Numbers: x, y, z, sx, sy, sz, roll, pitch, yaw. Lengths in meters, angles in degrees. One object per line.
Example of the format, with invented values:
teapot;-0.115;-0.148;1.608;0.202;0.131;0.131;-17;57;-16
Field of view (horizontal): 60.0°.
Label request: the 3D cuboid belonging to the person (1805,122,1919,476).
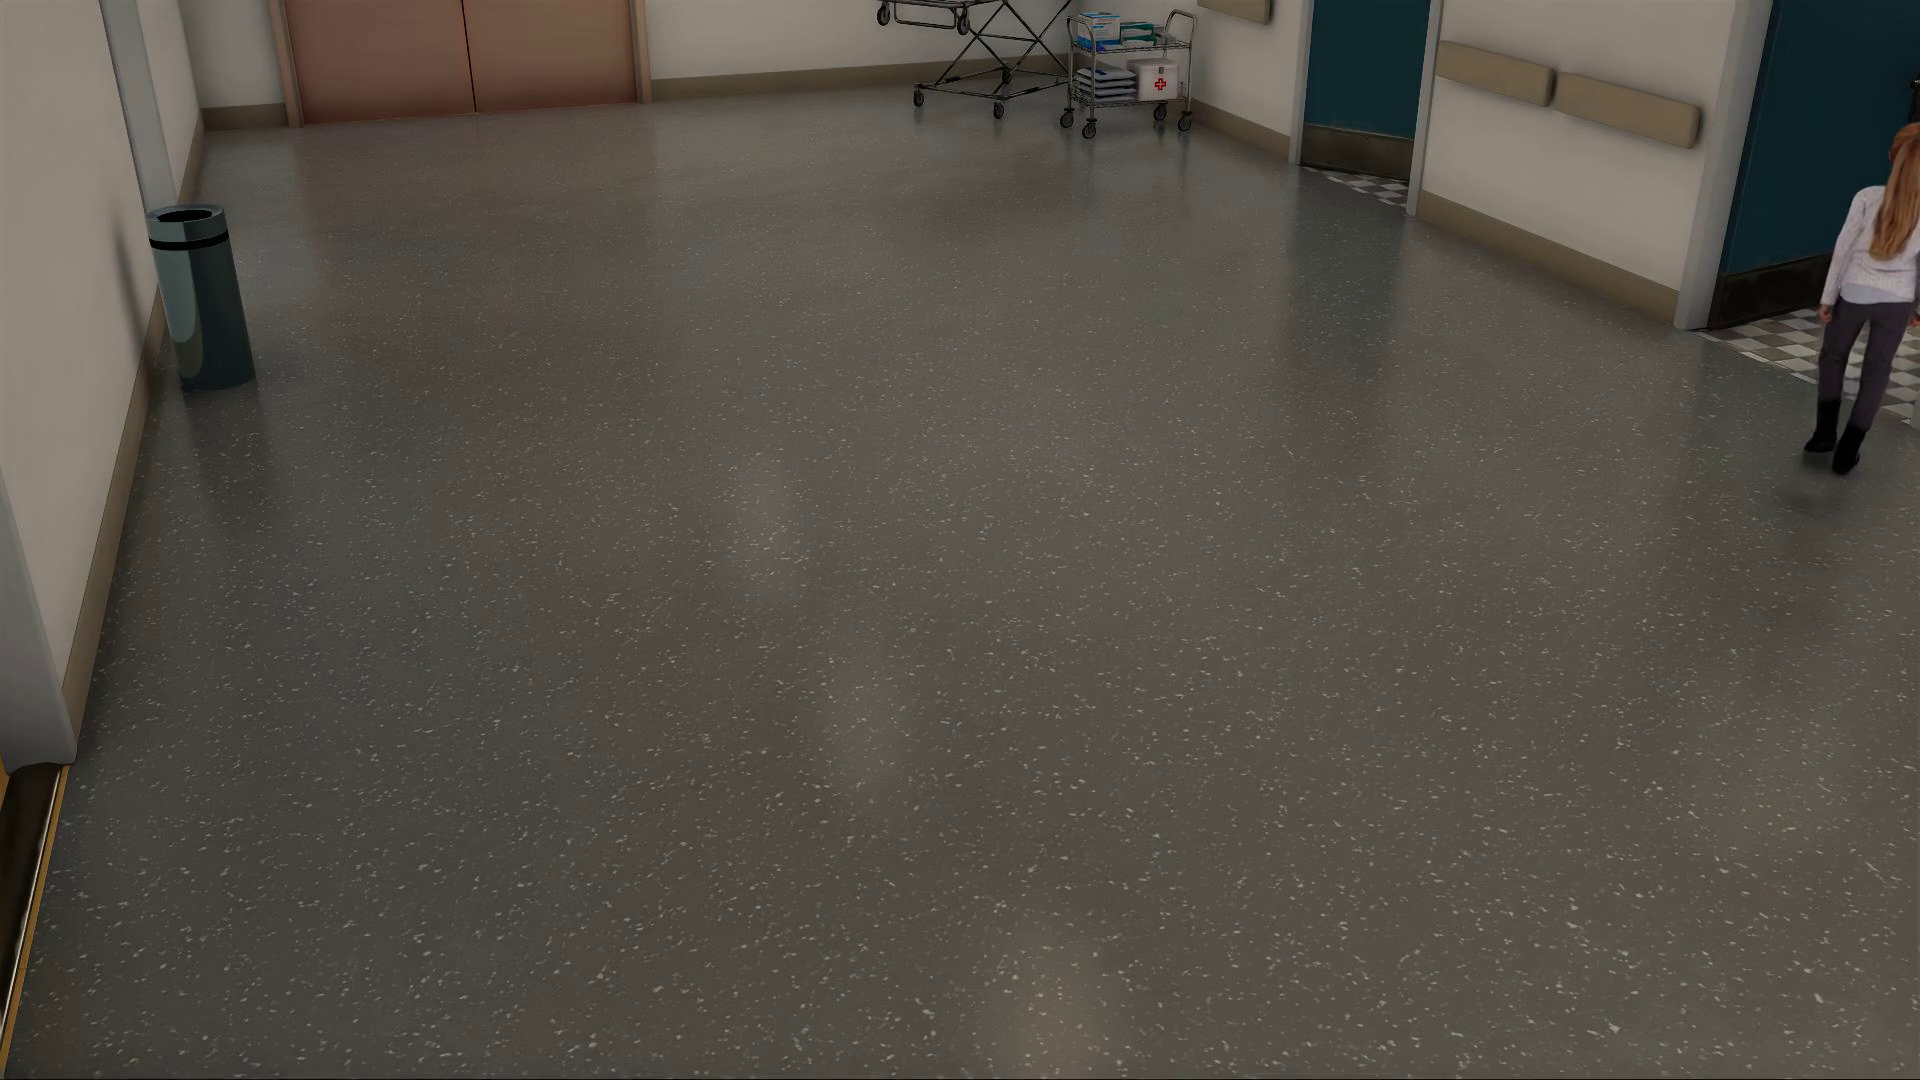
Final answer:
person;3.247;-0.831;5.908;0.599;1.272;0.663;13;28;24
